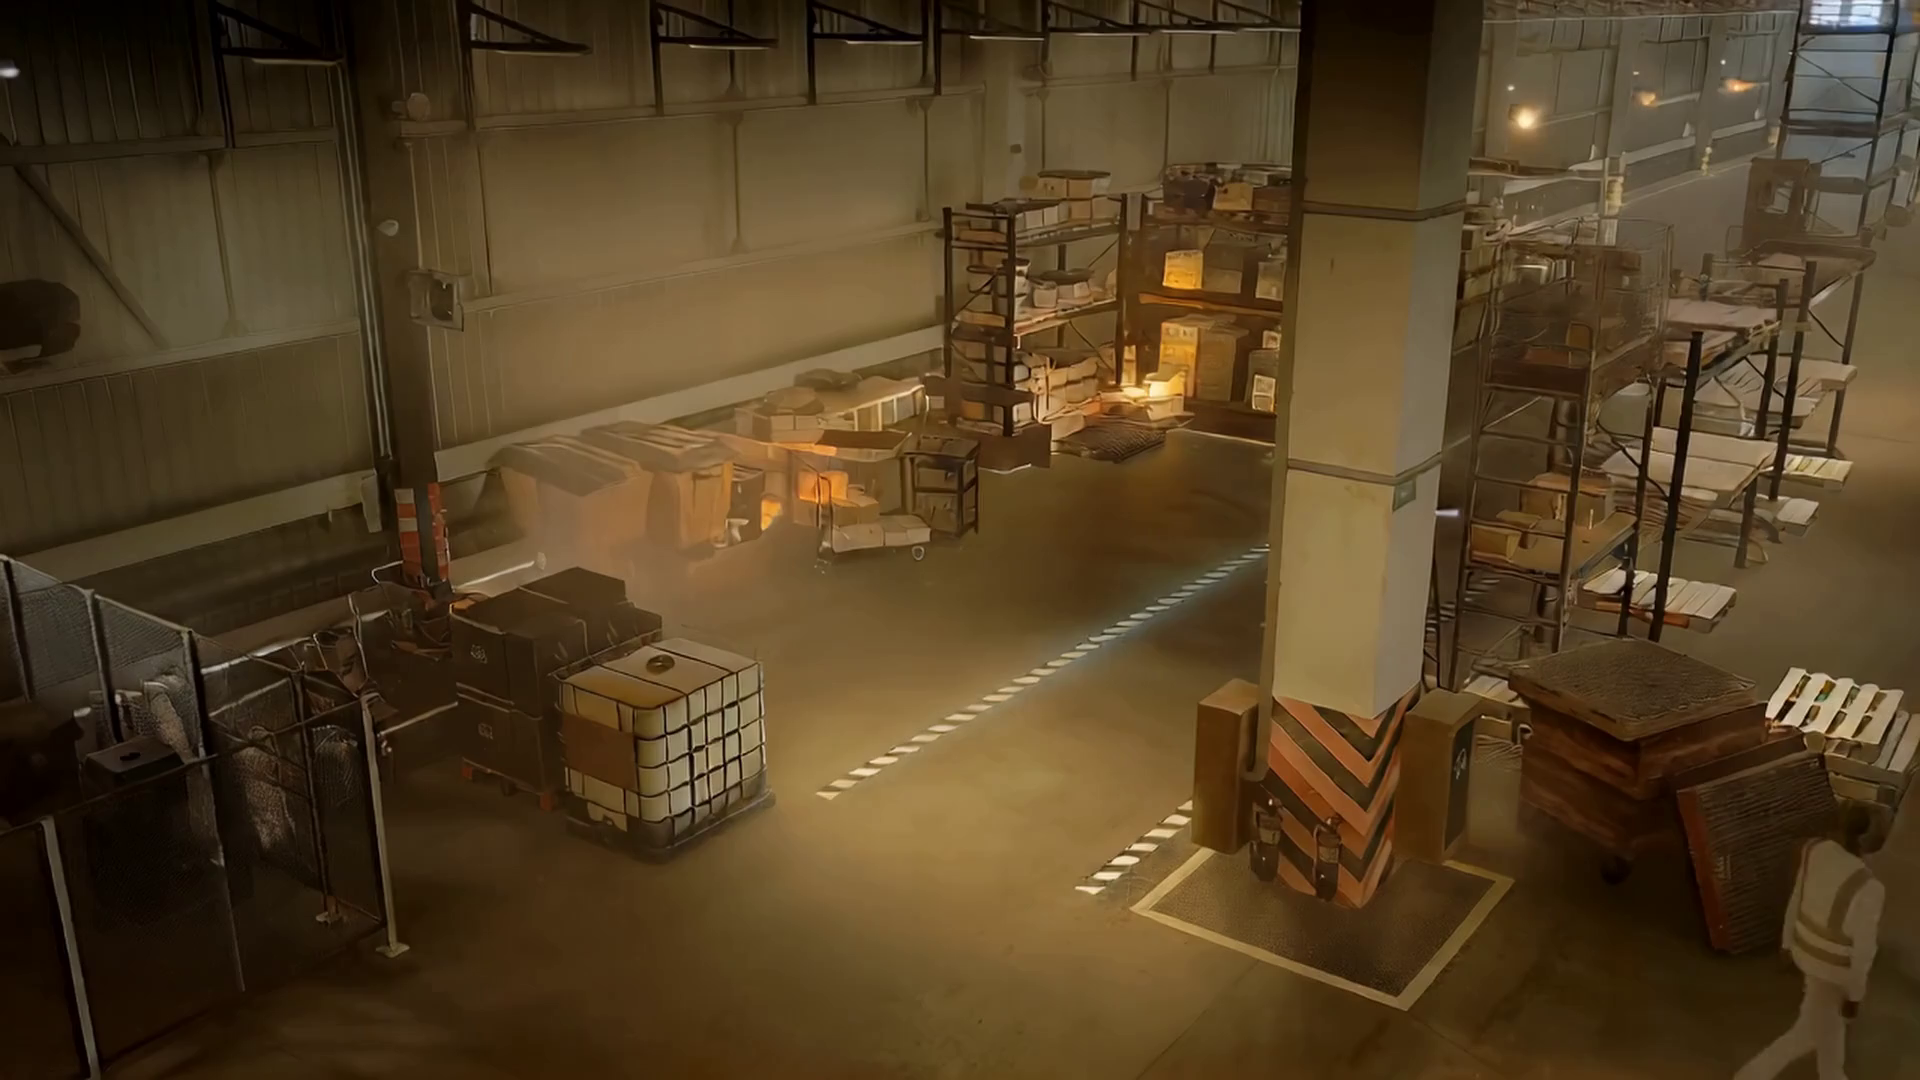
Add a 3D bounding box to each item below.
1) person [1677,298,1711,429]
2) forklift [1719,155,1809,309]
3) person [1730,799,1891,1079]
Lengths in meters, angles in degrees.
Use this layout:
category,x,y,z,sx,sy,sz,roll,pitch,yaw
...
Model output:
category,x,y,z,sx,sy,sz,roll,pitch,yaw
person,9.812,-2.298,22.175,0.449,1.917,0.660,11,21,31
forklift,15.313,-5.828,31.456,1.129,2.768,1.873,13,22,34
person,4.415,2.181,8.588,0.931,1.855,0.574,-2,18,-6
